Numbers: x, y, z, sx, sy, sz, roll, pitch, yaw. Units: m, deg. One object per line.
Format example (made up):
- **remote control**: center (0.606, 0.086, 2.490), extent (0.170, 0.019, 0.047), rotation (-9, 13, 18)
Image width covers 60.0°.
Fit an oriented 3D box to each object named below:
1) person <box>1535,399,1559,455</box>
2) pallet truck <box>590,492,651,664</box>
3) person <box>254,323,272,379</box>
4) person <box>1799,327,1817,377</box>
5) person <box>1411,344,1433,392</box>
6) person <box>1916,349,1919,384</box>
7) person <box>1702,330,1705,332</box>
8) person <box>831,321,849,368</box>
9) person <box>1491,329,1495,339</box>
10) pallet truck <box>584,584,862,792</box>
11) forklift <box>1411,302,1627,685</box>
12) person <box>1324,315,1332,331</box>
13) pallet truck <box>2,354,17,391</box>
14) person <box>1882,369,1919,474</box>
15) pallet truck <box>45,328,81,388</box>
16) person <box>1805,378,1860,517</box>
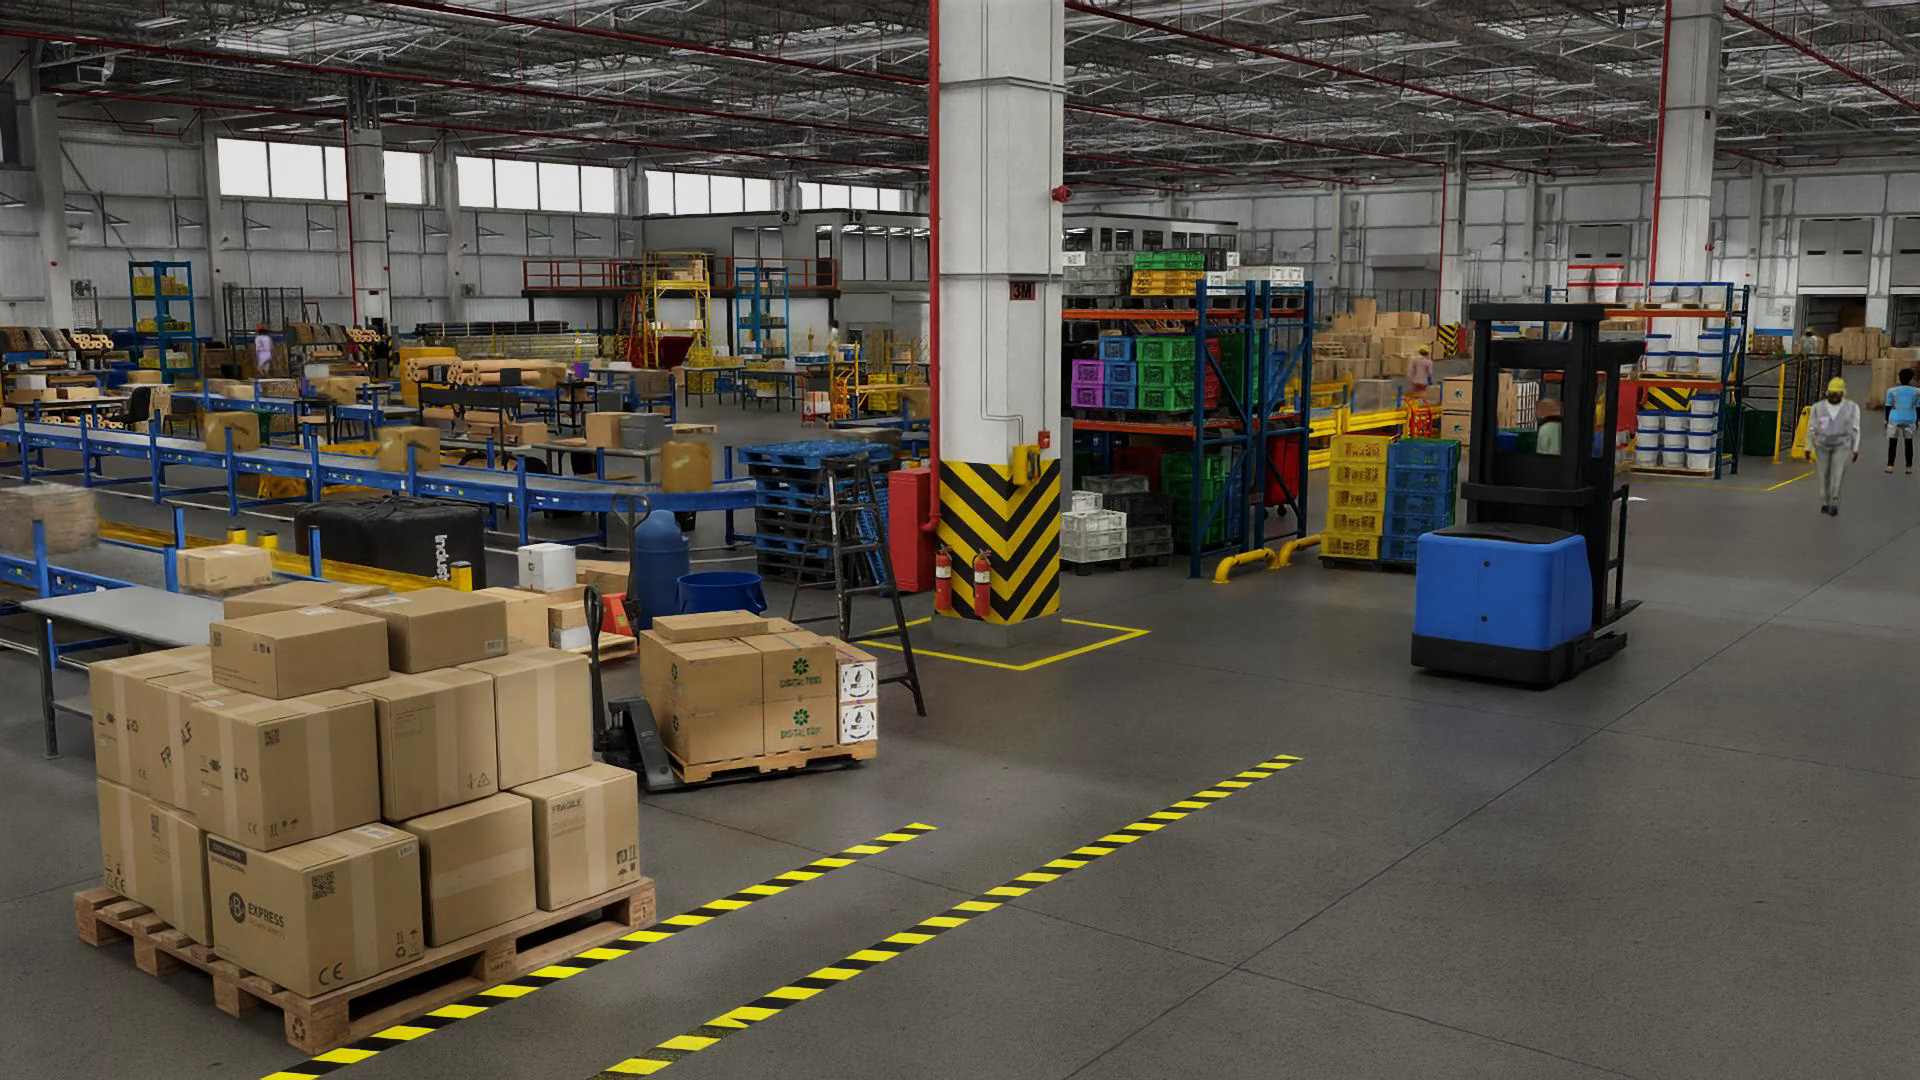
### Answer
- **person**: center (7.137, -0.899, 20.158), extent (0.458, 1.619, 0.520), rotation (7, 11, 41)
- **pallet truck**: center (-3.115, 0.344, 12.883), extent (0.653, 1.274, 1.630), rotation (7, 11, 37)
- **person**: center (-20.221, -5.270, 48.288), extent (0.477, 2.024, 0.635), rotation (3, 9, 17)
- **person**: center (29.426, -6.525, 57.765), extent (0.489, 1.722, 0.596), rotation (8, 12, 44)
- **person**: center (10.415, -3.545, 37.585), extent (0.532, 1.744, 0.620), rotation (8, 11, 42)
- **person**: center (22.967, -3.977, 39.524), extent (0.679, 2.000, 0.893), rotation (-4, 10, -27)
- **person**: center (25.553, -6.577, 57.497), extent (0.625, 1.916, 0.879), rotation (-3, 9, -19)
- **person**: center (-4.731, -7.577, 64.473), extent (0.981, 1.831, 0.608), rotation (1, 8, 5)
- **person**: center (13.729, -4.524, 43.454), extent (0.433, 1.977, 0.607), rotation (2, 9, 14)
- **pallet truck**: center (-1.426, 0.805, 10.019), extent (1.601, 1.201, 0.680), rotation (-4, 9, -26)
- **forklift**: center (4.379, -0.438, 12.852), extent (1.129, 2.768, 1.873), rotation (7, 11, 37)
- **person**: center (17.844, -9.960, 80.583), extent (0.448, 1.827, 0.653), rotation (0, 8, 1)
- **pallet truck**: center (-24.881, -4.417, 42.634), extent (1.885, 1.965, 0.823), rotation (8, 11, 41)
- **person**: center (15.114, -1.901, 26.702), extent (0.566, 1.693, 0.320), rotation (3, 9, 20)
- **pallet truck**: center (-23.775, -4.544, 43.495), extent (1.885, 1.965, 0.823), rotation (6, 10, 35)
- **person**: center (11.309, -1.194, 21.600), extent (0.624, 1.786, 0.901), rotation (5, 10, 33)
